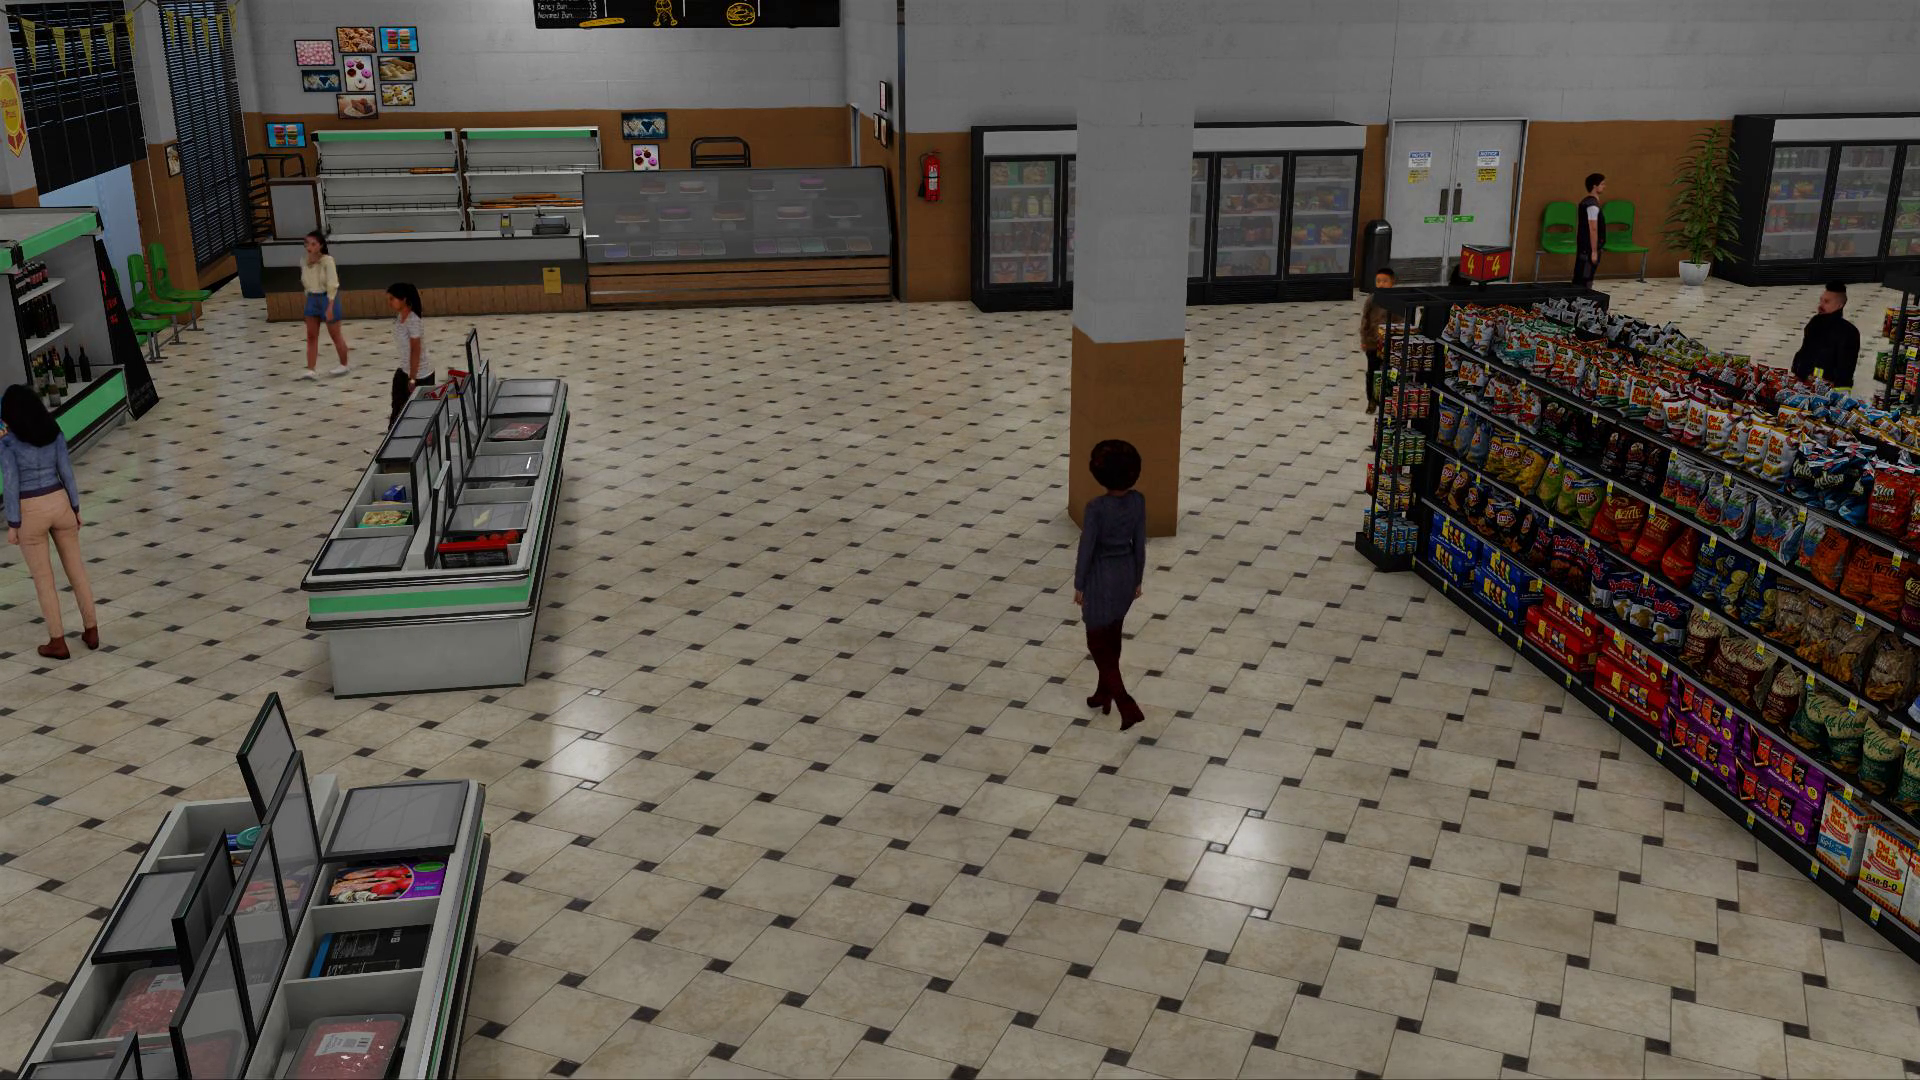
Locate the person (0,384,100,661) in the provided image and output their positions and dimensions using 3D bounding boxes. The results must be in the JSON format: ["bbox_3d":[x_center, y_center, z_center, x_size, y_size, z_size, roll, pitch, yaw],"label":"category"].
[{"bbox_3d":[-5.759,-0.122,10.474,0.748,1.773,0.698,14,23,36],"label":"person"}]

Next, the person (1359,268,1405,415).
[{"bbox_3d":[4.193,-1.976,16.489,0.700,1.442,0.734,7,20,19],"label":"person"}]

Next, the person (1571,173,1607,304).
[{"bbox_3d":[7.853,-3.651,20.822,0.765,1.849,0.598,2,19,4],"label":"person"}]

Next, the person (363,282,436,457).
[{"bbox_3d":[-4.743,-1.481,14.774,0.961,1.602,1.050,-11,22,-30],"label":"person"}]

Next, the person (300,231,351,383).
[{"bbox_3d":[-6.802,-2.505,17.845,0.946,1.579,1.122,8,20,23],"label":"person"}]

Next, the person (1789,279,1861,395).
[{"bbox_3d":[7.045,-1.189,13.518,0.792,1.850,0.761,-3,19,-9],"label":"person"}]

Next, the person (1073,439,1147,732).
[{"bbox_3d":[0.878,0.287,9.386,0.771,1.694,0.999,-10,21,-26],"label":"person"}]
